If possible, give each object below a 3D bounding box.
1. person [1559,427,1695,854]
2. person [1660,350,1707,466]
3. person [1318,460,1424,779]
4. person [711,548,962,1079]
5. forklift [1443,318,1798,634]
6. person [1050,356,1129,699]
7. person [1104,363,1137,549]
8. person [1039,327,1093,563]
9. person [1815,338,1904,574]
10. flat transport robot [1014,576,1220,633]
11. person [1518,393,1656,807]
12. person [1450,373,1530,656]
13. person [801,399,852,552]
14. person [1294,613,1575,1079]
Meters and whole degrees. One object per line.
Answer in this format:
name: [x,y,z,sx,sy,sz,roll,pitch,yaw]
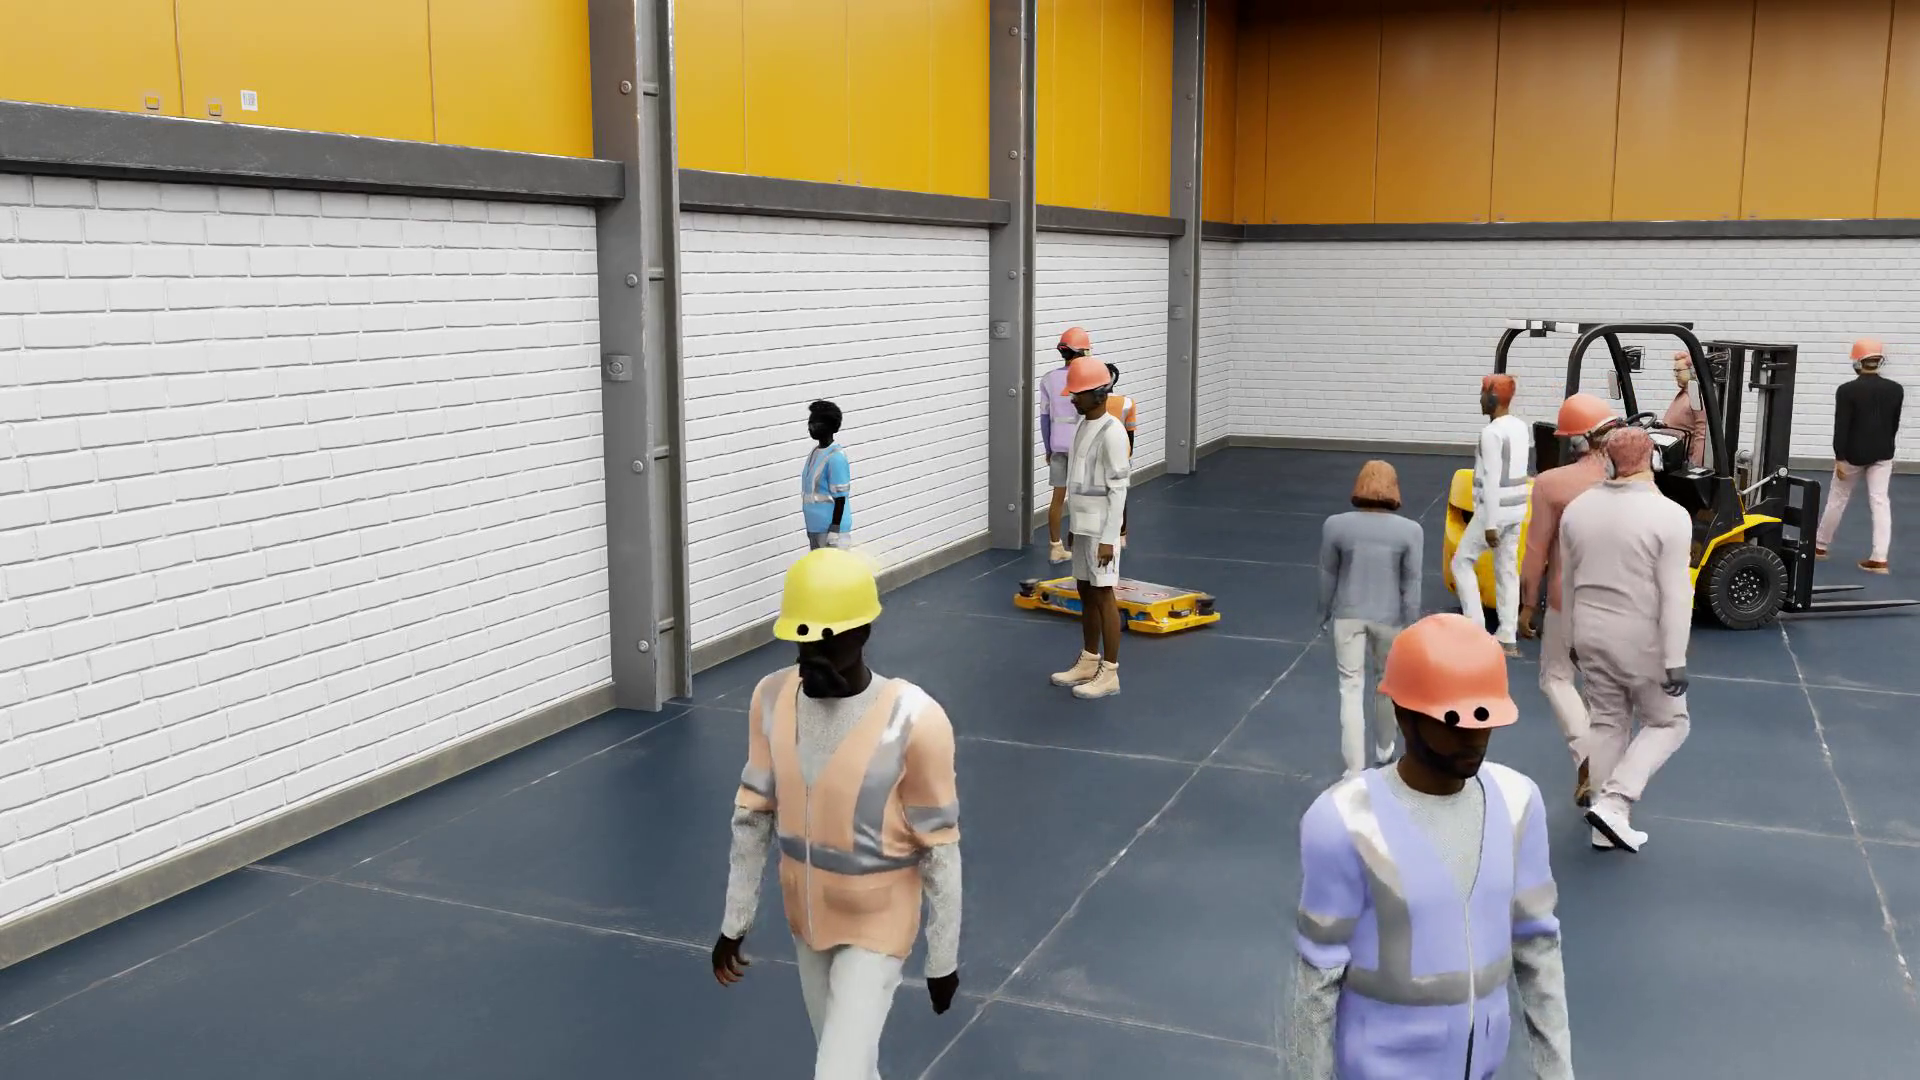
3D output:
person: [2.910,0.448,7.217,0.437,1.877,0.672,-5,11,-27]
person: [5.768,-0.560,13.258,0.409,1.903,0.638,1,9,8]
person: [2.058,0.396,8.392,0.505,1.595,0.791,2,10,13]
person: [-0.319,0.956,4.073,0.612,1.905,0.626,8,12,40]
forklift: [4.706,-0.497,11.990,2.313,2.155,1.214,-2,10,-10]
person: [0.776,-0.075,9.920,0.385,2.035,0.605,-3,10,-18]
person: [1.329,-0.751,15.053,0.535,1.693,0.317,0,9,-3]
person: [0.969,-0.796,14.256,0.605,2.045,0.379,8,12,40]
person: [7.659,-0.731,14.150,0.625,1.943,0.997,0,9,0]
flat transport robot: [1.127,0.441,12.121,0.652,0.197,1.431,-9,13,-43]
person: [2.985,0.307,7.782,0.668,1.975,0.650,-1,9,-3]
person: [3.479,-0.166,10.971,0.566,1.864,0.574,-8,13,-41]
person: [-0.885,-0.081,10.971,0.318,1.698,0.535,-4,10,-24]
person: [0.964,1.062,3.483,0.562,1.889,0.986,-4,10,-22]
